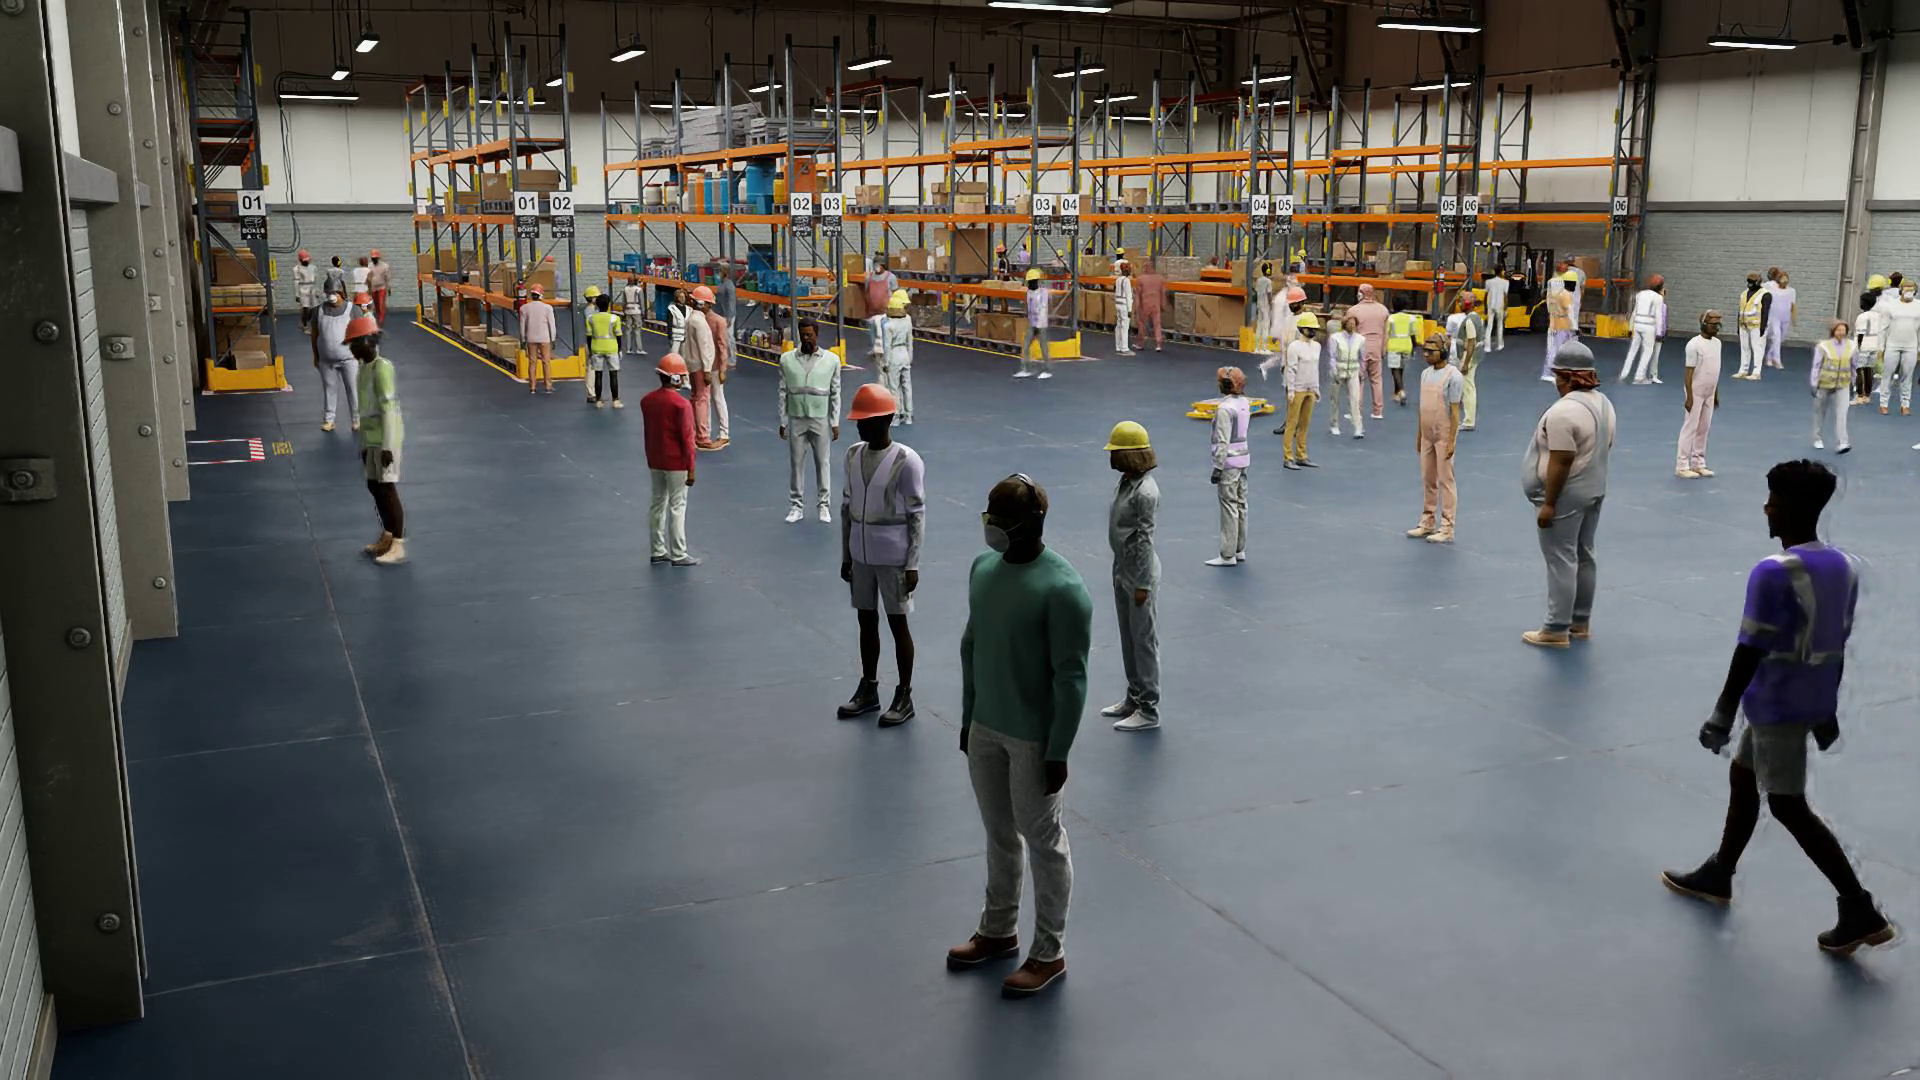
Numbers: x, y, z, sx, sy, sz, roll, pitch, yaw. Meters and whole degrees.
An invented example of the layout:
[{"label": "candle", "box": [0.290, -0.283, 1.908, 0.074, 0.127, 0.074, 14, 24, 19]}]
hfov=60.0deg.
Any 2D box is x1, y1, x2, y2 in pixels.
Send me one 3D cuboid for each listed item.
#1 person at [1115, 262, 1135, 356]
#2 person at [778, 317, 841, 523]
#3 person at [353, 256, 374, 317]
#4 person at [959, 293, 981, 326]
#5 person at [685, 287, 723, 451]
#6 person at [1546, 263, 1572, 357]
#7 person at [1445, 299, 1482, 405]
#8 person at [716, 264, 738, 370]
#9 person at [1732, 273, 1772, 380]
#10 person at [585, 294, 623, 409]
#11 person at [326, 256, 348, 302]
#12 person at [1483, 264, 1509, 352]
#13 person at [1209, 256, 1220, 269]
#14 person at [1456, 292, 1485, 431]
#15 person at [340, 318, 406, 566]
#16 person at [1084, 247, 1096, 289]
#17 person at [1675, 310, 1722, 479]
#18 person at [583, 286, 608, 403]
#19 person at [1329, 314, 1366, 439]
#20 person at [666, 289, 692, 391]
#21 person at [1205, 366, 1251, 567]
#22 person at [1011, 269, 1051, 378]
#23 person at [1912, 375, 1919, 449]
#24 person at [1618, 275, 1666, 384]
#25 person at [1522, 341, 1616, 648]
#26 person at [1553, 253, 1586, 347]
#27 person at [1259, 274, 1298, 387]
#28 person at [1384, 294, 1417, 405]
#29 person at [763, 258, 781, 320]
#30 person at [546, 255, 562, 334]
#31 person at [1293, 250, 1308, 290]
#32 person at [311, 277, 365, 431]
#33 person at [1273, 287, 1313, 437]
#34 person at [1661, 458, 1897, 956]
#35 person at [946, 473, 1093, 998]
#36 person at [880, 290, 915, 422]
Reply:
[{"label": "person", "box": [3.337, -4.681, 33.729, 0.356, 1.882, 0.573, -4, 12, -20]}, {"label": "person", "box": [-1.402, -1.120, 15.536, 0.593, 1.920, 0.391, 0, 11, 2]}, {"label": "person", "box": [-14.787, -6.097, 41.125, 0.570, 1.808, 0.862, 3, 12, 16]}, {"label": "person", "box": [0.245, -6.366, 42.635, 0.592, 1.738, 0.389, -2, 11, -11]}, {"label": "person", "box": [-3.145, -2.082, 20.253, 0.391, 1.986, 0.609, -5, 12, -24]}, {"label": "person", "box": [11.997, -4.594, 33.282, 0.356, 1.884, 0.572, -7, 13, -31]}, {"label": "person", "box": [7.512, -2.827, 24.811, 0.540, 1.680, 0.613, 2, 11, 8]}, {"label": "person", "box": [-4.296, -4.090, 30.581, 0.355, 1.936, 0.635, -5, 12, -23]}, {"label": "person", "box": [13.755, -3.708, 28.911, 0.429, 1.838, 0.623, -4, 12, -21]}, {"label": "person", "box": [-5.223, -2.770, 24.479, 0.540, 1.697, 0.317, 0, 11, 2]}, {"label": "person", "box": [-14.883, -5.856, 39.766, 0.516, 1.861, 0.319, 4, 12, 17]}, {"label": "person", "box": [11.163, -4.825, 34.641, 0.540, 1.816, 1.023, 6, 13, 29]}, {"label": "person", "box": [7.406, -7.466, 48.514, 0.382, 1.616, 0.511, 9, 14, 38]}, {"label": "person", "box": [6.751, -2.361, 22.034, 0.374, 1.840, 0.569, 4, 12, 20]}, {"label": "person", "box": [-4.814, -0.805, 13.737, 0.410, 2.003, 0.694, -7, 13, -33]}, {"label": "person", "box": [3.683, -7.275, 46.856, 0.395, 1.910, 0.584, -5, 12, -23]}, {"label": "person", "box": [8.062, -1.580, 18.094, 0.501, 1.839, 0.341, -7, 13, -31]}, {"label": "person", "box": [-5.575, -2.979, 25.365, 0.309, 1.772, 0.525, 0, 11, 2]}, {"label": "person", "box": [4.961, -2.103, 21.367, 0.507, 1.588, 0.860, -1, 11, -3]}, {"label": "person", "box": [-4.559, -3.261, 27.122, 0.312, 1.642, 0.512, 10, 15, 43]}, {"label": "person", "box": [2.209, -0.601, 13.601, 0.310, 1.642, 0.514, 7, 13, 31]}, {"label": "person", "box": [1.249, -3.734, 28.870, 0.859, 1.892, 0.596, -8, 14, -36]}, {"label": "person", "box": [11.900, -2.015, 20.113, 0.397, 1.911, 0.588, -4, 12, -21]}, {"label": "person", "box": [11.496, -3.540, 28.007, 0.380, 1.849, 0.750, -5, 12, -24]}, {"label": "person", "box": [4.017, -0.309, 11.101, 0.684, 2.000, 0.536, -10, 15, -42]}, {"label": "person", "box": [12.989, -5.130, 35.604, 0.673, 2.000, 0.536, 2, 11, 10]}, {"label": "person", "box": [5.339, -3.465, 27.557, 0.739, 1.876, 0.648, 6, 13, 29]}, {"label": "person", "box": [6.639, -2.853, 25.086, 0.538, 1.693, 0.832, -1, 11, -7]}, {"label": "person", "box": [-5.097, -6.947, 44.817, 0.614, 2.046, 0.362, -5, 12, -25]}, {"label": "person", "box": [-9.639, -5.736, 39.047, 0.601, 1.897, 0.790, -2, 11, -9]}, {"label": "person", "box": [9.749, -7.392, 47.671, 0.405, 1.824, 0.585, -3, 12, -16]}, {"label": "person", "box": [-8.240, -2.461, 22.038, 0.688, 2.000, 0.536, -2, 11, -9]}, {"label": "person", "box": [4.319, -2.296, 21.473, 0.363, 1.933, 0.543, -5, 12, -24]}, {"label": "person", "box": [3.312, 0.643, 6.569, 0.615, 1.933, 0.964, -9, 14, -39]}, {"label": "person", "box": [0.214, 0.713, 6.170, 0.372, 1.940, 0.632, -9, 14, -38]}, {"label": "person", "box": [-0.846, -2.538, 22.981, 0.403, 1.826, 0.593, 8, 14, 35]}]
